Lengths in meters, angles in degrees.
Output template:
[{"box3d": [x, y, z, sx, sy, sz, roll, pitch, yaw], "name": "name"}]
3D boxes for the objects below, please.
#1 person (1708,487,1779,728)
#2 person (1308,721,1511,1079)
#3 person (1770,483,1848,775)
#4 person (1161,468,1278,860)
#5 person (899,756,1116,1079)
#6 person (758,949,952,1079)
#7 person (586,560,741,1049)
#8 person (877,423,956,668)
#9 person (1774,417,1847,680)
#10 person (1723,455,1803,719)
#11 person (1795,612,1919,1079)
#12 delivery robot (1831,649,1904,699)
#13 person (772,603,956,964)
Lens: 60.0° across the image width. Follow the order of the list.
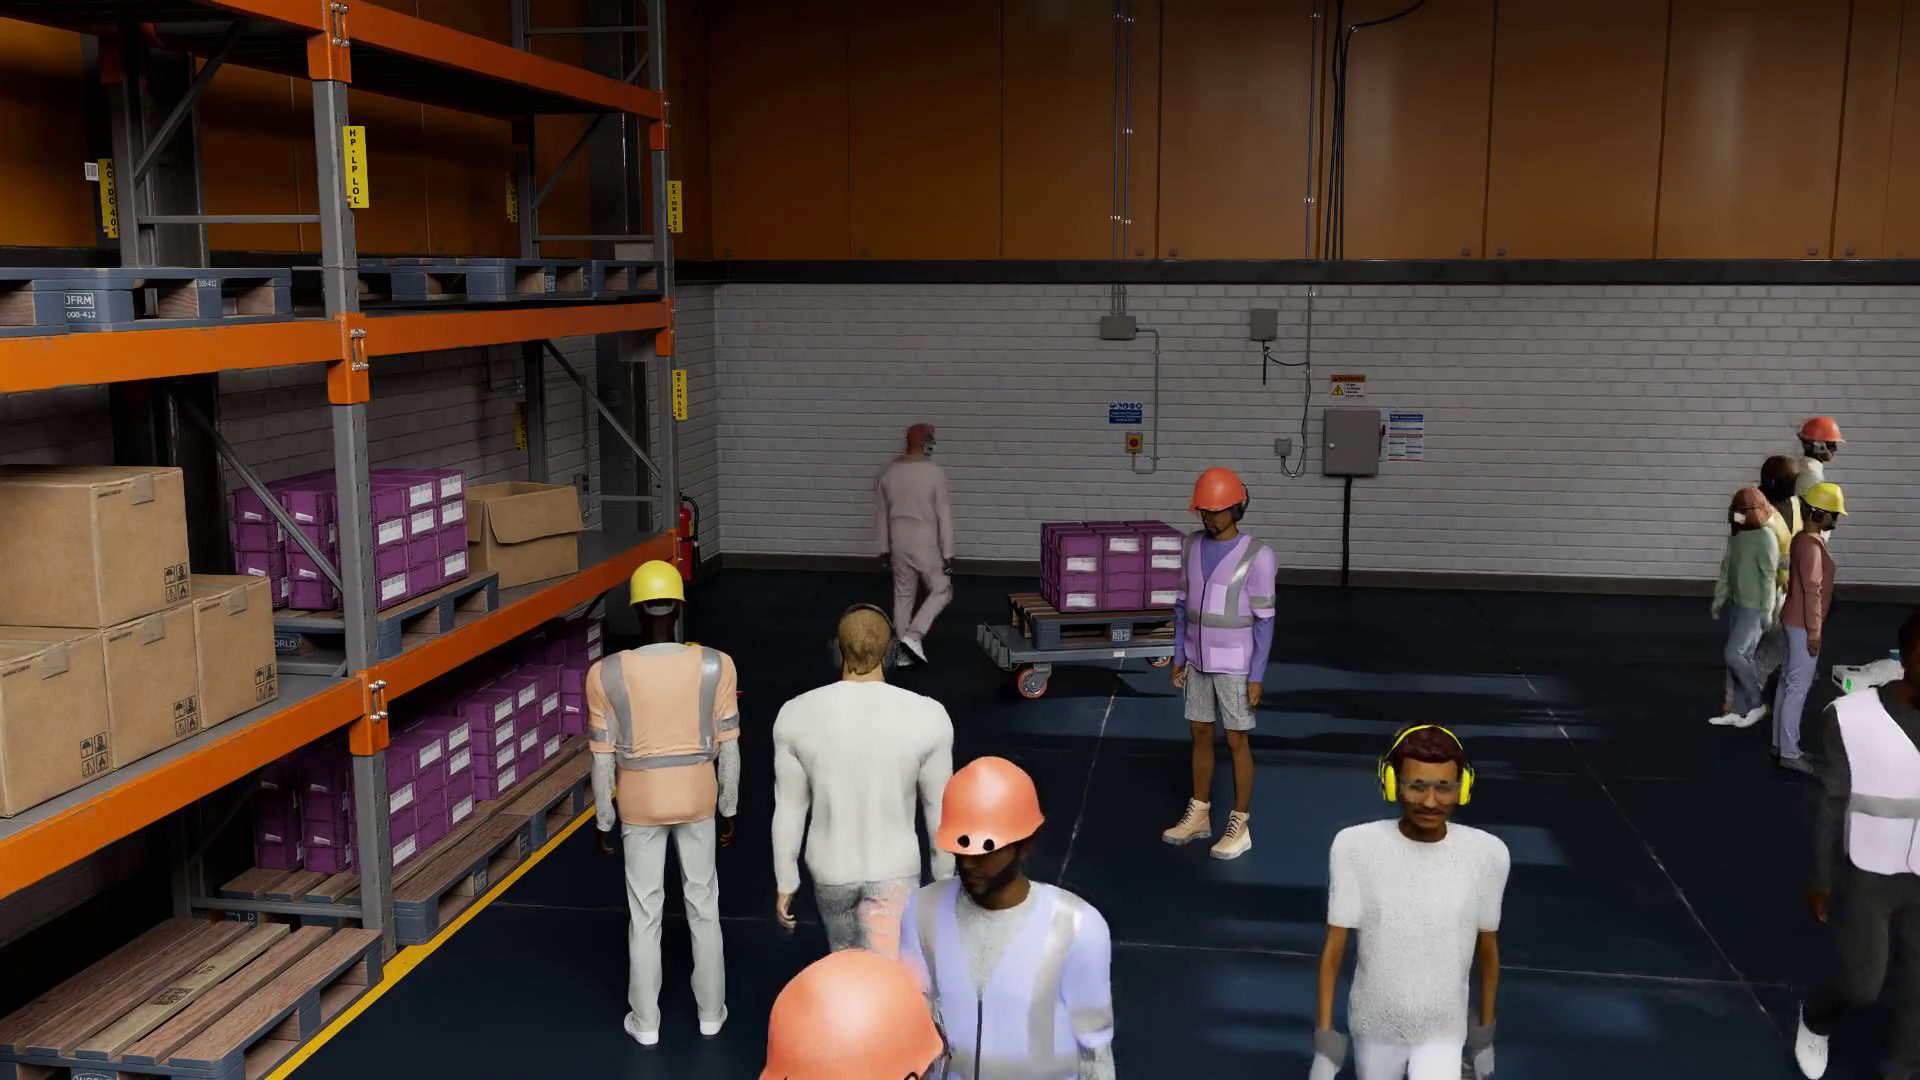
[{"box3d": [5.162, 0.455, 10.957, 0.326, 1.624, 0.527, 0, 9, 2], "name": "person"}, {"box3d": [1.249, 1.385, 4.666, 0.525, 1.818, 1.002, 2, 9, 12], "name": "person"}, {"box3d": [5.161, 0.527, 10.112, 0.320, 1.763, 0.522, 3, 10, 18], "name": "person"}, {"box3d": [1.329, 0.633, 8.618, 0.392, 2.034, 0.605, -8, 12, -41], "name": "person"}, {"box3d": [0.051, 1.450, 4.030, 0.565, 1.881, 0.993, 5, 10, 28], "name": "person"}, {"box3d": [-0.143, 1.617, 2.625, 0.606, 2.014, 0.708, 3, 10, 21], "name": "person"}, {"box3d": [-1.151, 1.032, 6.507, 0.585, 1.919, 0.374, -3, 10, -16], "name": "person"}, {"box3d": [-0.330, 0.062, 12.578, 0.719, 1.890, 0.474, 6, 11, 32], "name": "person"}, {"box3d": [6.219, 0.081, 12.213, 0.425, 1.977, 0.621, 2, 9, 9], "name": "person"}, {"box3d": [5.404, 0.321, 11.199, 0.657, 1.818, 0.432, -6, 11, -32], "name": "person"}, {"box3d": [3.277, 1.153, 5.844, 0.596, 1.900, 0.577, 1, 9, 7], "name": "person"}, {"box3d": [6.106, 0.958, 10.866, 0.707, 0.478, 0.477, 2, 9, 11], "name": "delivery robot"}, {"box3d": [-0.337, 1.162, 5.778, 0.638, 1.898, 0.989, 1, 9, 8], "name": "person"}]
